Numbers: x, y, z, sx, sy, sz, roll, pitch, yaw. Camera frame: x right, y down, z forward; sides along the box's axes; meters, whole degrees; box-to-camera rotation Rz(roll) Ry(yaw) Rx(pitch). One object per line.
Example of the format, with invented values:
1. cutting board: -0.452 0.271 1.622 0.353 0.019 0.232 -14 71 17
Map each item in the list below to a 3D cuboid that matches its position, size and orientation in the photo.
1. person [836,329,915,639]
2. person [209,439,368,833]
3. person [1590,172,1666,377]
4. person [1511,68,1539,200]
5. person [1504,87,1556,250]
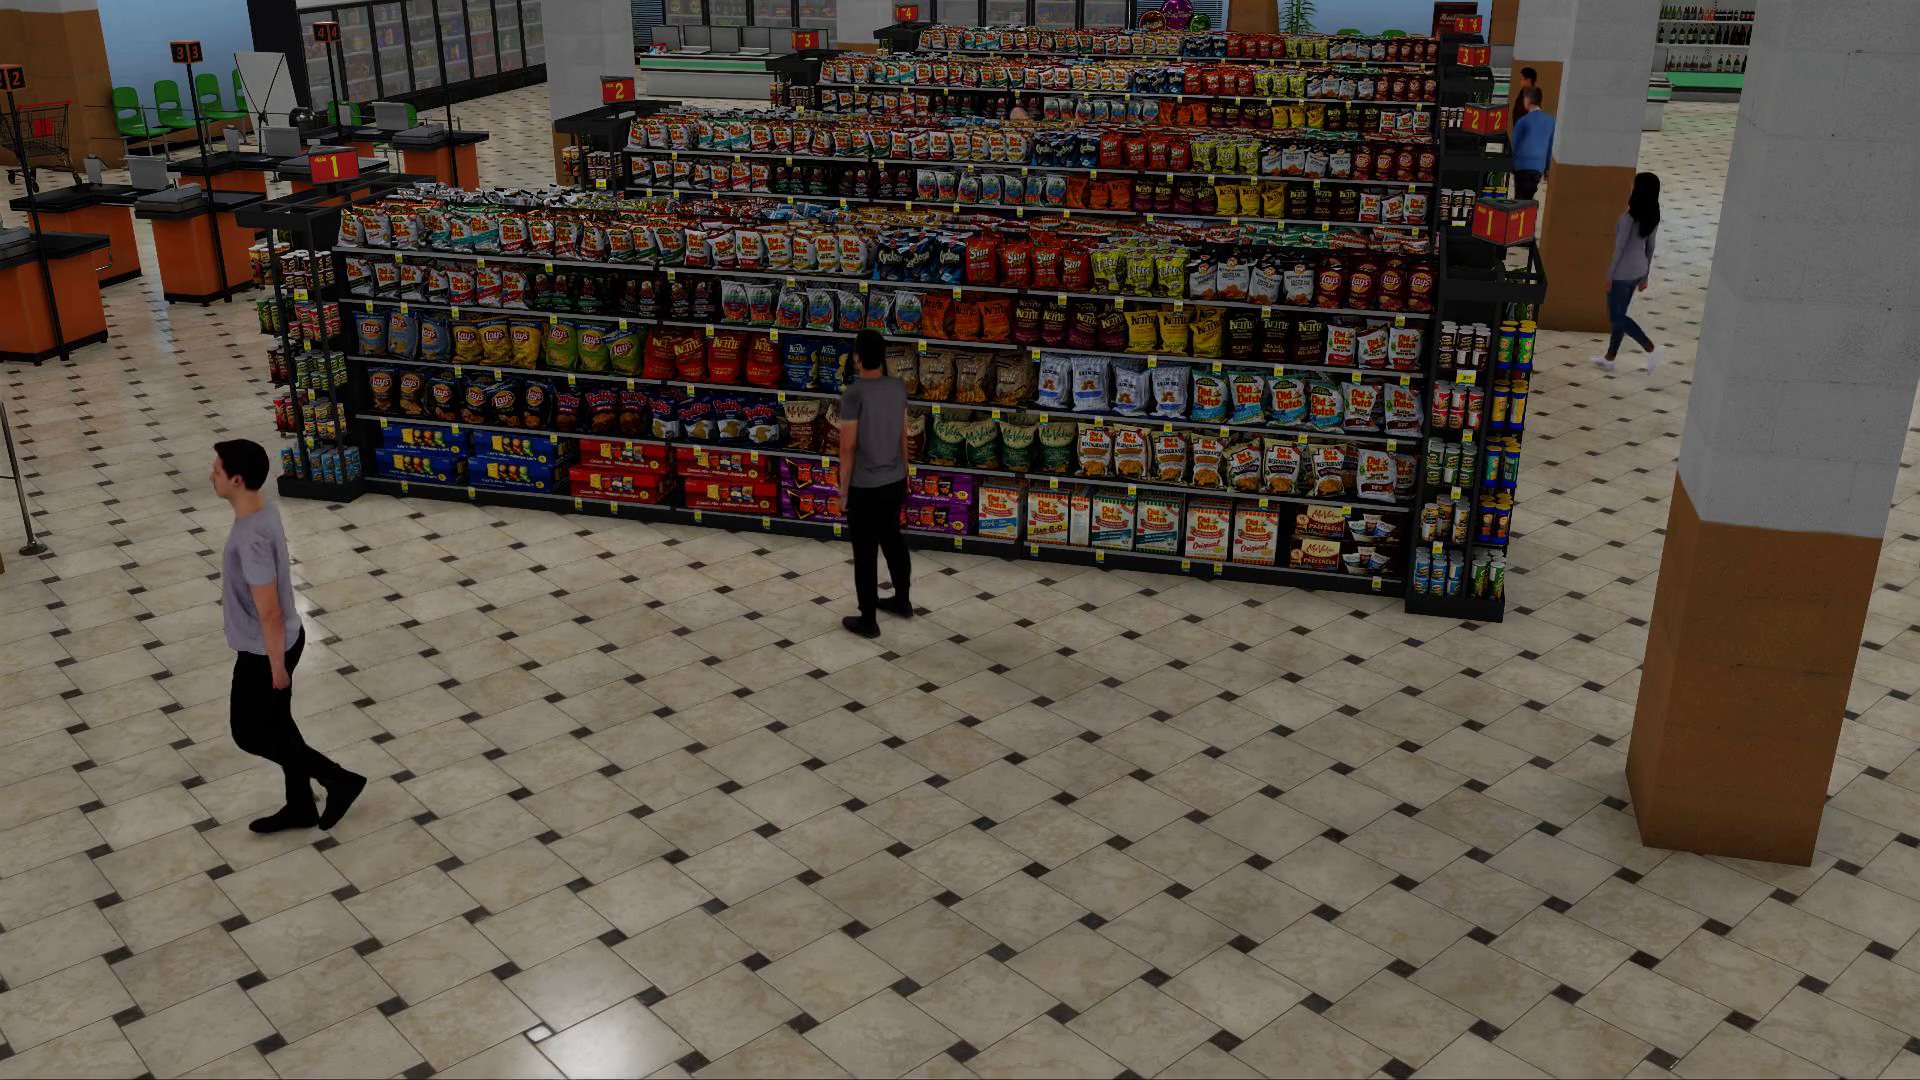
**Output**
1. person: -0.474 -0.320 9.316 0.733 1.750 0.735 -20 29 -41
2. person: -2.930 0.454 7.254 0.917 1.851 0.842 -5 22 -11
3. person: 5.729 -2.210 14.066 0.995 1.717 1.090 -14 26 -31
4. person: 7.264 -5.099 21.190 0.853 1.766 0.798 -4 22 -9
5. person: 6.565 -4.238 19.024 0.971 1.784 0.988 -8 23 -18
